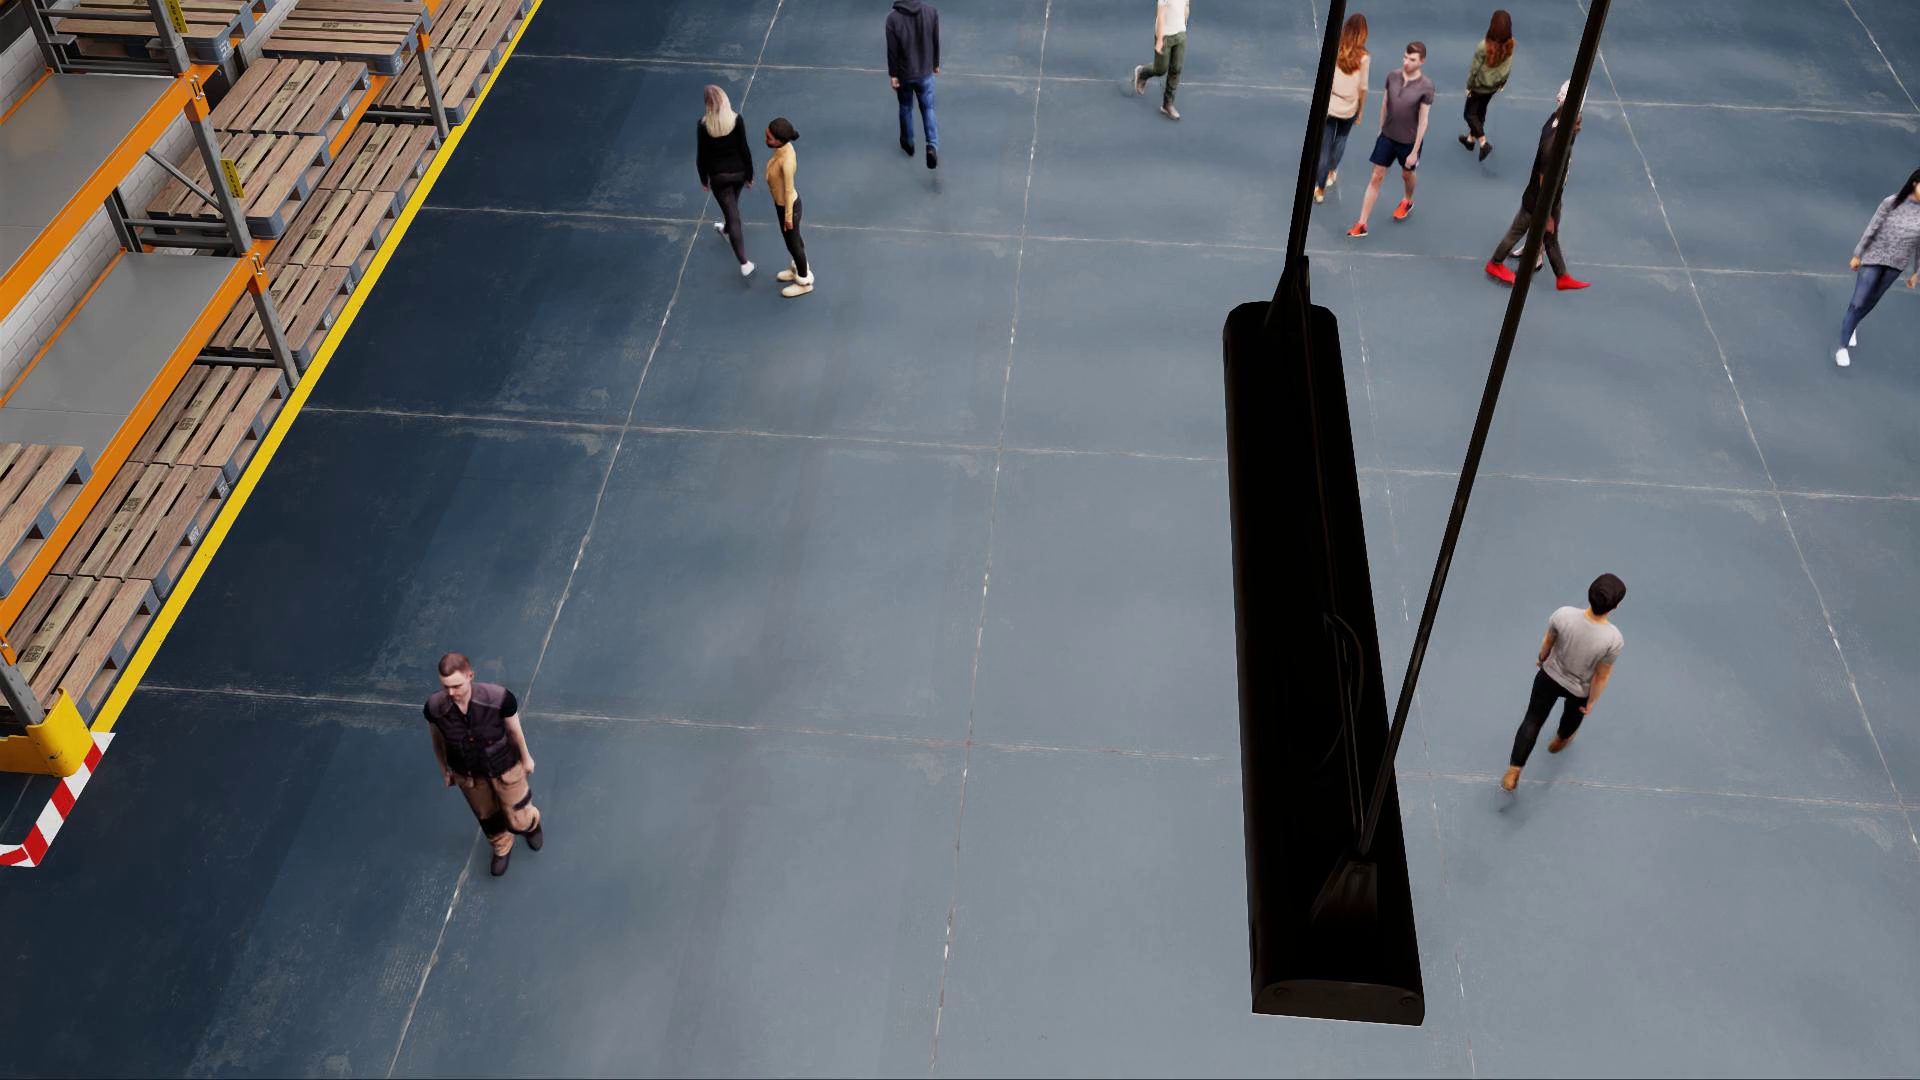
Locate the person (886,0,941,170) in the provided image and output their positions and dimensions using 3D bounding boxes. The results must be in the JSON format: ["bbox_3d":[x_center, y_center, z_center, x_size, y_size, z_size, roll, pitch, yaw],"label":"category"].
[{"bbox_3d":[-0.398,-4.333,15.531,0.893,1.868,1.147,-10,45,-11],"label":"person"}]

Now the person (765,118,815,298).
[{"bbox_3d":[-1.453,-2.843,14.120,0.697,1.658,0.571,-7,44,-7],"label":"person"}]

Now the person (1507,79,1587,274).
[{"bbox_3d":[5.057,-3.119,14.285,0.668,1.829,0.470,0,44,0],"label":"person"}]

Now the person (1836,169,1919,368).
[{"bbox_3d":[7.519,-2.311,13.522,0.724,1.713,0.968,9,44,10],"label":"person"}]

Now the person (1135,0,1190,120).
[{"bbox_3d":[2.018,-4.995,16.391,0.863,1.641,0.990,-23,48,-22],"label":"person"}]

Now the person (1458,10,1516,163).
[{"bbox_3d":[5.018,-4.282,15.774,0.786,1.461,0.943,-13,45,-13],"label":"person"}]

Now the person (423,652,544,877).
[{"bbox_3d":[-2.743,1.234,9.718,0.722,1.827,0.724,-2,44,-2],"label":"person"}]

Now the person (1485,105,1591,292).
[{"bbox_3d":[4.834,-2.912,14.110,1.127,1.772,1.173,26,50,25],"label":"person"}]

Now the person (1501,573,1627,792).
[{"bbox_3d":[3.681,0.887,10.179,0.955,1.694,1.184,24,49,23],"label":"person"}]

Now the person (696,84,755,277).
[{"bbox_3d":[-1.971,-3.065,14.368,0.953,1.638,1.233,-9,44,-9],"label":"person"}]

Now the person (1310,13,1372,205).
[{"bbox_3d":[3.438,-3.859,15.107,0.665,1.768,0.728,6,44,6],"label":"person"}]

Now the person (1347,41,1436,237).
[{"bbox_3d":[3.978,-3.581,14.794,1.136,1.797,1.289,32,52,29],"label":"person"}]
